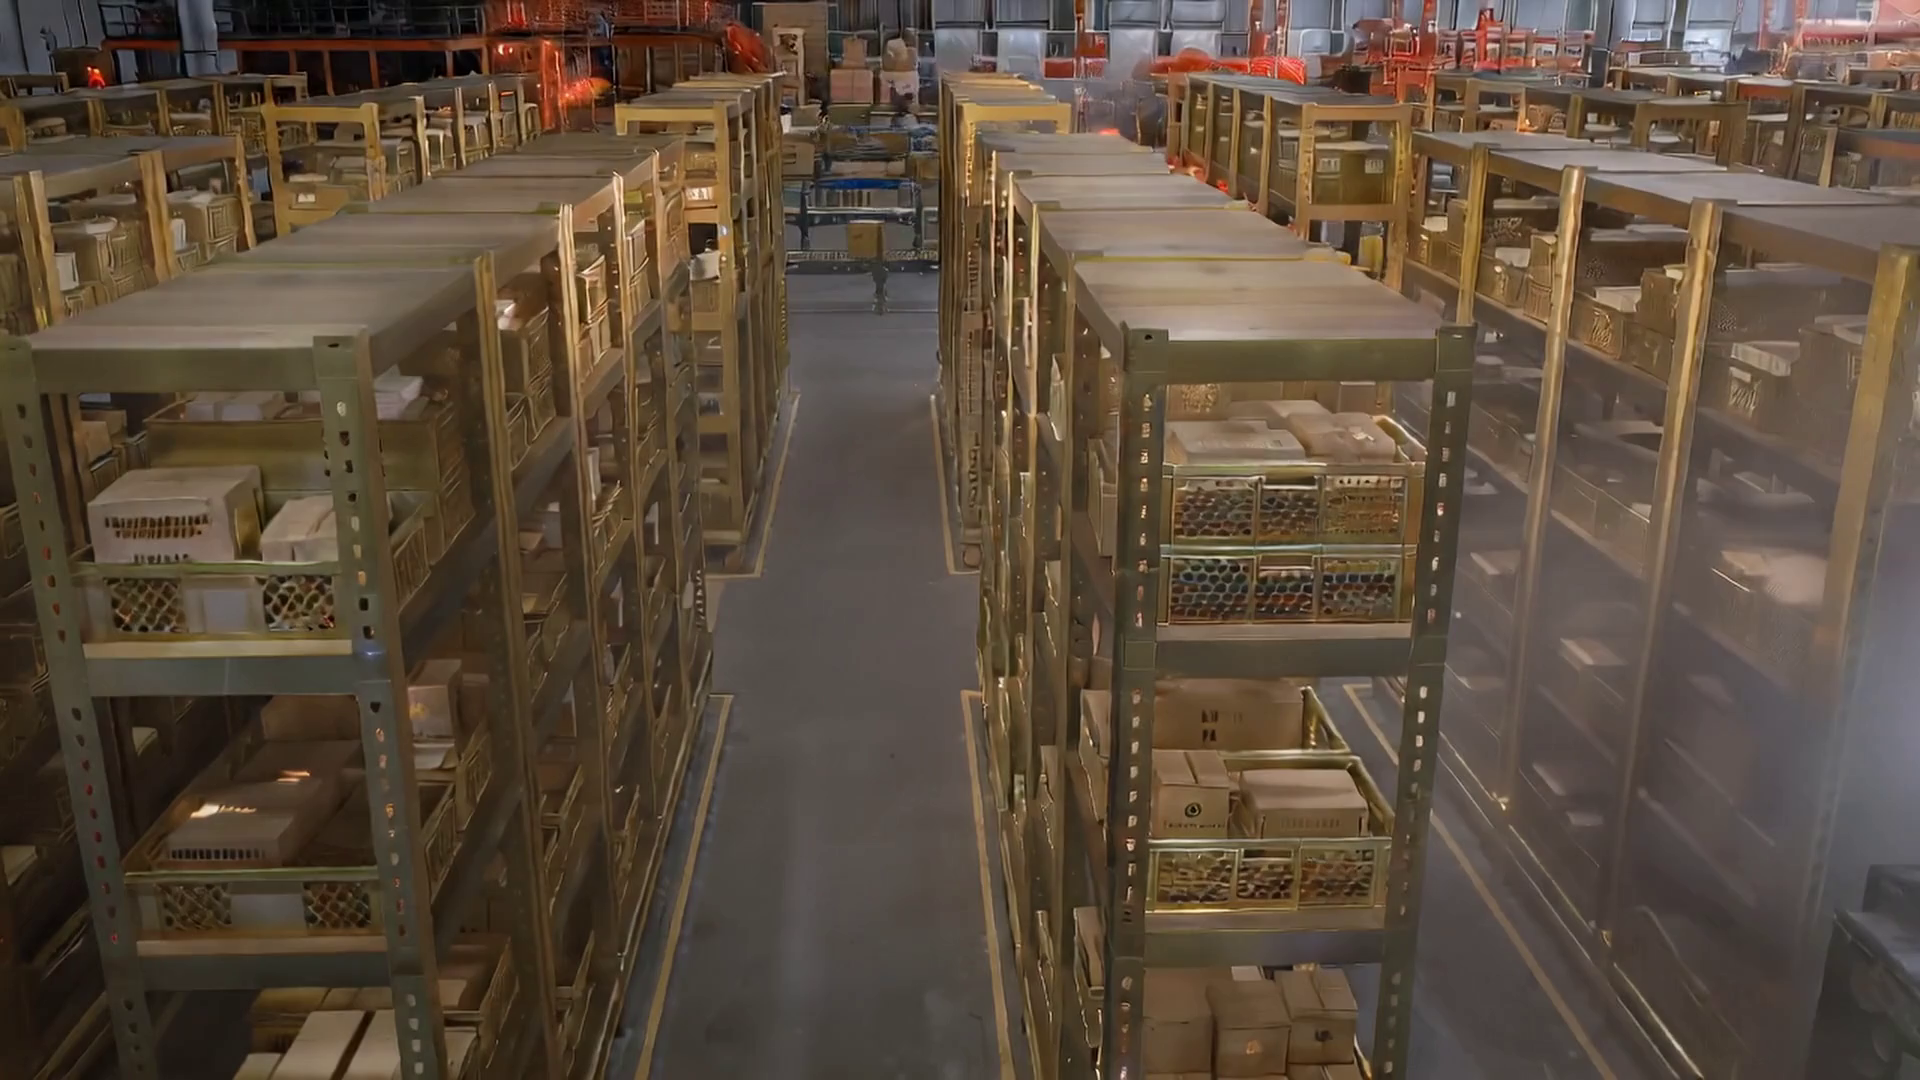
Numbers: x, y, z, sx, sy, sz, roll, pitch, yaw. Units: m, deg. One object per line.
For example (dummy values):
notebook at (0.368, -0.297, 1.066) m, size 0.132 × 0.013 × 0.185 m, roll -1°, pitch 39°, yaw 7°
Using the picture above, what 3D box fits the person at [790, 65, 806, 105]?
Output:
person at (-6.556, -18.239, 67.267) m, size 0.581 × 1.902 × 0.840 m, roll 10°, pitch 20°, yaw 28°

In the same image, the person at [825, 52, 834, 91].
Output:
person at (-6.624, -23.789, 84.433) m, size 0.383 × 1.912 × 0.591 m, roll -13°, pitch 22°, yaw -35°

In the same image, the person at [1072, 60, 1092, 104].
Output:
person at (5.459, -20.305, 73.698) m, size 1.009 × 1.892 × 0.561 m, roll -8°, pitch 19°, yaw -23°

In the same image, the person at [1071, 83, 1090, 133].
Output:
person at (3.928, -14.090, 54.642) m, size 0.969 × 1.756 × 0.668 m, roll 5°, pitch 19°, yaw 16°

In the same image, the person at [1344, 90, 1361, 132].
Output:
person at (11.651, -12.317, 49.022) m, size 0.663 × 1.857 × 0.990 m, roll 2°, pitch 18°, yaw 5°

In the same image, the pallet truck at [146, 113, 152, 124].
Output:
pallet truck at (-18.087, -8.309, 36.390) m, size 1.885 × 1.965 × 0.823 m, roll -1°, pitch 18°, yaw -4°

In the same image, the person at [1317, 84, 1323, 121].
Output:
person at (12.355, -14.894, 57.367) m, size 0.358 × 1.618 × 0.510 m, roll 0°, pitch 18°, yaw -1°

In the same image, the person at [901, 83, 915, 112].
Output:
person at (-1.720, -14.360, 55.517) m, size 0.486 × 1.746 × 0.290 m, roll -8°, pitch 20°, yaw -24°

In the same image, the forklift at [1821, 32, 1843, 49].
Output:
forklift at (46.003, -25.465, 88.065) m, size 1.129 × 2.768 × 1.873 m, roll -1°, pitch 18°, yaw -2°

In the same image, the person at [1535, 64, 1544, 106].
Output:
person at (24.074, -18.867, 69.294) m, size 0.511 × 1.859 × 0.322 m, roll -10°, pitch 21°, yaw -29°

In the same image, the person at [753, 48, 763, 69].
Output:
person at (-11.132, -26.128, 91.681) m, size 0.585 × 1.911 × 0.391 m, roll -10°, pitch 20°, yaw -27°

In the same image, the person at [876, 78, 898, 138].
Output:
person at (-2.250, -14.226, 54.812) m, size 1.057 × 1.937 × 0.641 m, roll 1°, pitch 18°, yaw 2°

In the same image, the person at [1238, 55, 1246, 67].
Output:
person at (13.568, -22.397, 80.166) m, size 0.337 × 1.883 × 0.584 m, roll -6°, pitch 19°, yaw -17°

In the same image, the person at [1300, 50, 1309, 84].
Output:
person at (18.769, -25.660, 90.358) m, size 0.636 × 1.820 × 0.630 m, roll 11°, pitch 21°, yaw 31°

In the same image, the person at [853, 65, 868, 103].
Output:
person at (-4.006, -18.311, 67.545) m, size 0.623 × 1.862 × 0.659 m, roll 10°, pitch 21°, yaw 29°

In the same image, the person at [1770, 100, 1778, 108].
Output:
person at (22.588, -11.403, 46.402) m, size 0.541 × 1.713 × 0.933 m, roll -11°, pitch 21°, yaw -31°

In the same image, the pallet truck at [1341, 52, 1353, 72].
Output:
pallet truck at (18.794, -23.123, 82.231) m, size 0.823 × 1.965 × 1.885 m, roll -13°, pitch 22°, yaw -35°

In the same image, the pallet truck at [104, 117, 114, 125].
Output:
pallet truck at (-18.367, -7.885, 35.078) m, size 1.885 × 1.965 × 0.823 m, roll 1°, pitch 18°, yaw 2°

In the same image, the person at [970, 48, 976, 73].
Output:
person at (0.807, -26.944, 94.366) m, size 0.870 × 1.853 × 0.528 m, roll -3°, pitch 18°, yaw -9°

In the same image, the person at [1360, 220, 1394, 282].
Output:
person at (5.243, -3.226, 20.939) m, size 0.422 × 1.817 × 0.621 m, roll -6°, pitch 19°, yaw -17°

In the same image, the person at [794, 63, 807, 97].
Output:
person at (-7.055, -20.198, 73.499) m, size 0.526 × 1.806 × 0.958 m, roll 0°, pitch 18°, yaw 1°

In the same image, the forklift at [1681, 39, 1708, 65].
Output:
forklift at (30.913, -19.736, 70.337) m, size 1.129 × 2.768 × 1.873 m, roll -1°, pitch 18°, yaw -2°

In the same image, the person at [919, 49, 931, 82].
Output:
person at (-1.924, -25.642, 90.201) m, size 0.607 × 1.894 × 1.016 m, roll -9°, pitch 20°, yaw -27°
